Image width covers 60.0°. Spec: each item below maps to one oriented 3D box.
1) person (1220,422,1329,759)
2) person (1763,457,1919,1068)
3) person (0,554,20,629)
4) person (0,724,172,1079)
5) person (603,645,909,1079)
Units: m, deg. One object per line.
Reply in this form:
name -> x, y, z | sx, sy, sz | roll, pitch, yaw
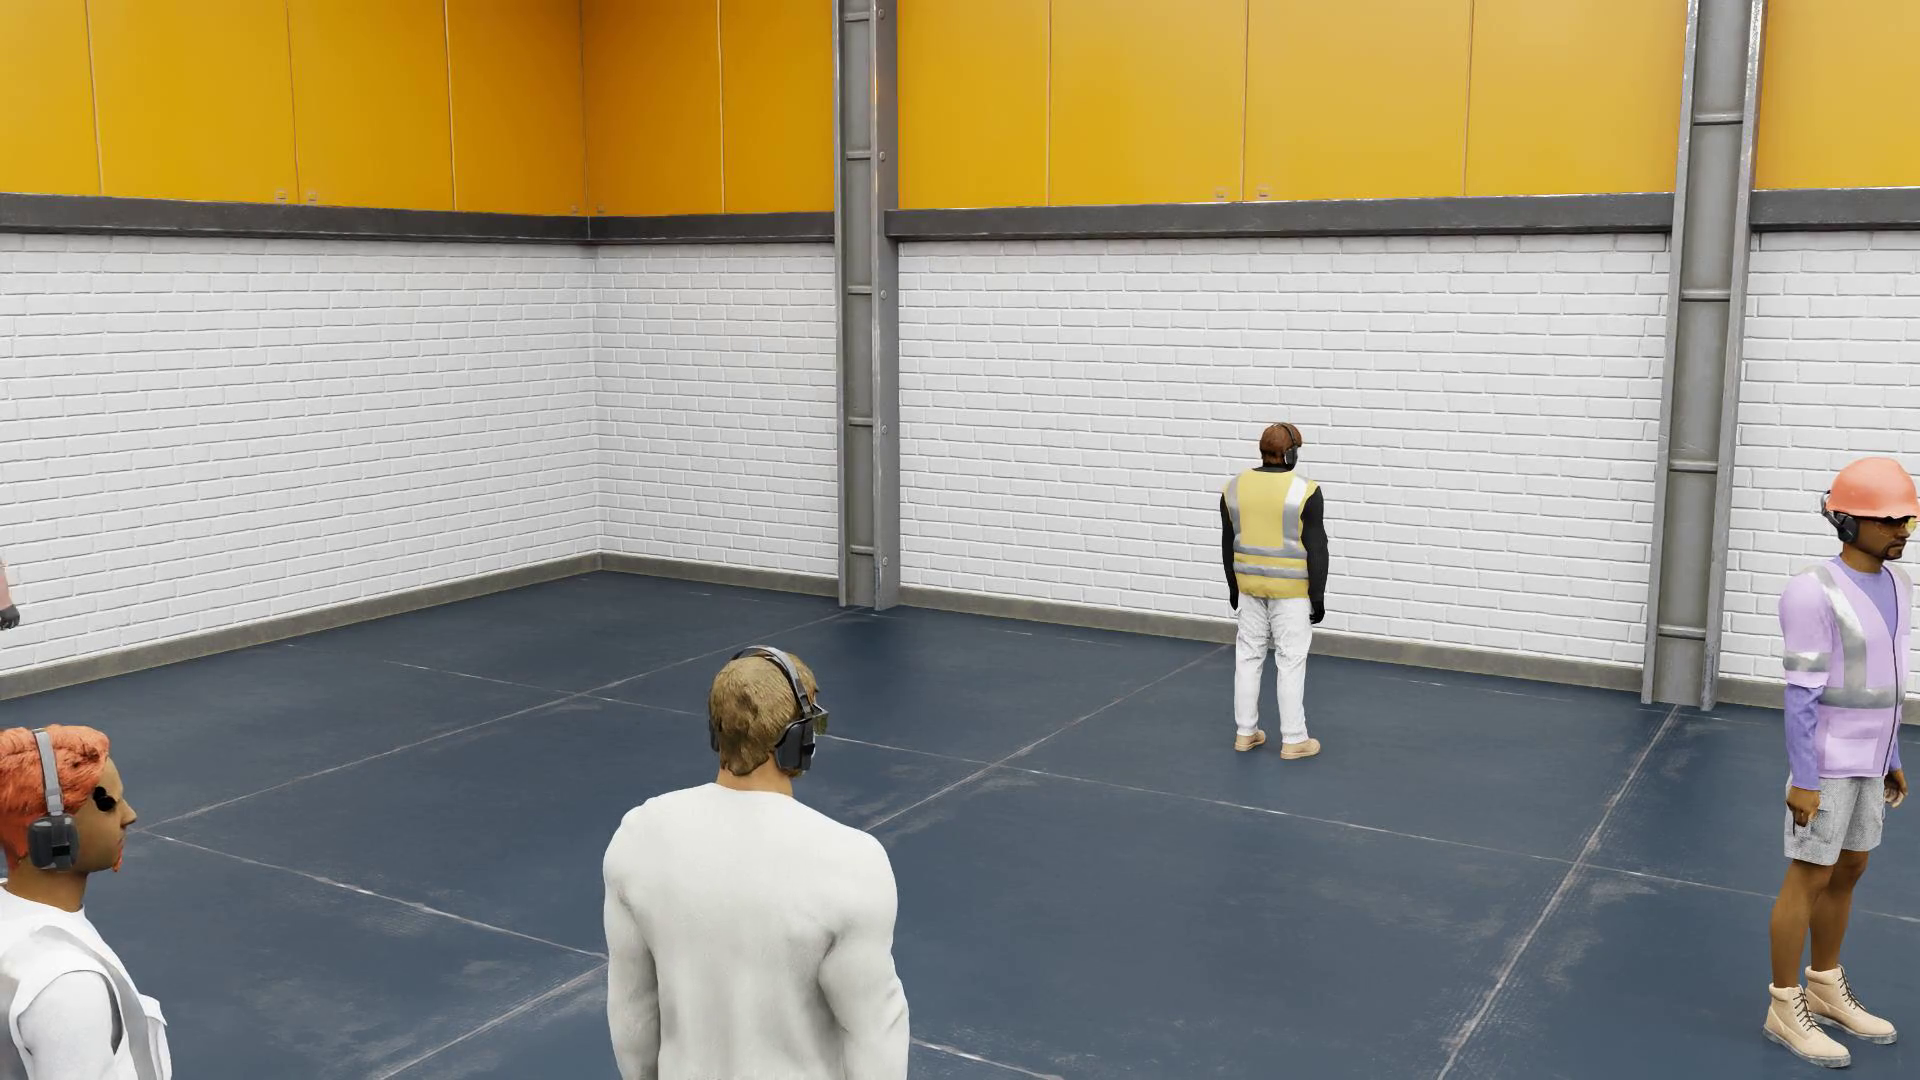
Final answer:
person -> 1.735, 0.276, 9.124 | 0.626, 1.844, 0.429 | 7, 12, 38
person -> 3.008, 0.733, 5.624 | 0.607, 2.048, 0.370 | -6, 11, -33
person -> -5.277, 0.313, 8.755 | 0.659, 1.881, 0.750 | 4, 10, 22
person -> -1.552, 1.245, 2.942 | 0.575, 1.883, 0.355 | 9, 13, 44
person -> -0.391, 1.162, 3.285 | 0.635, 1.937, 0.352 | 4, 10, 23
